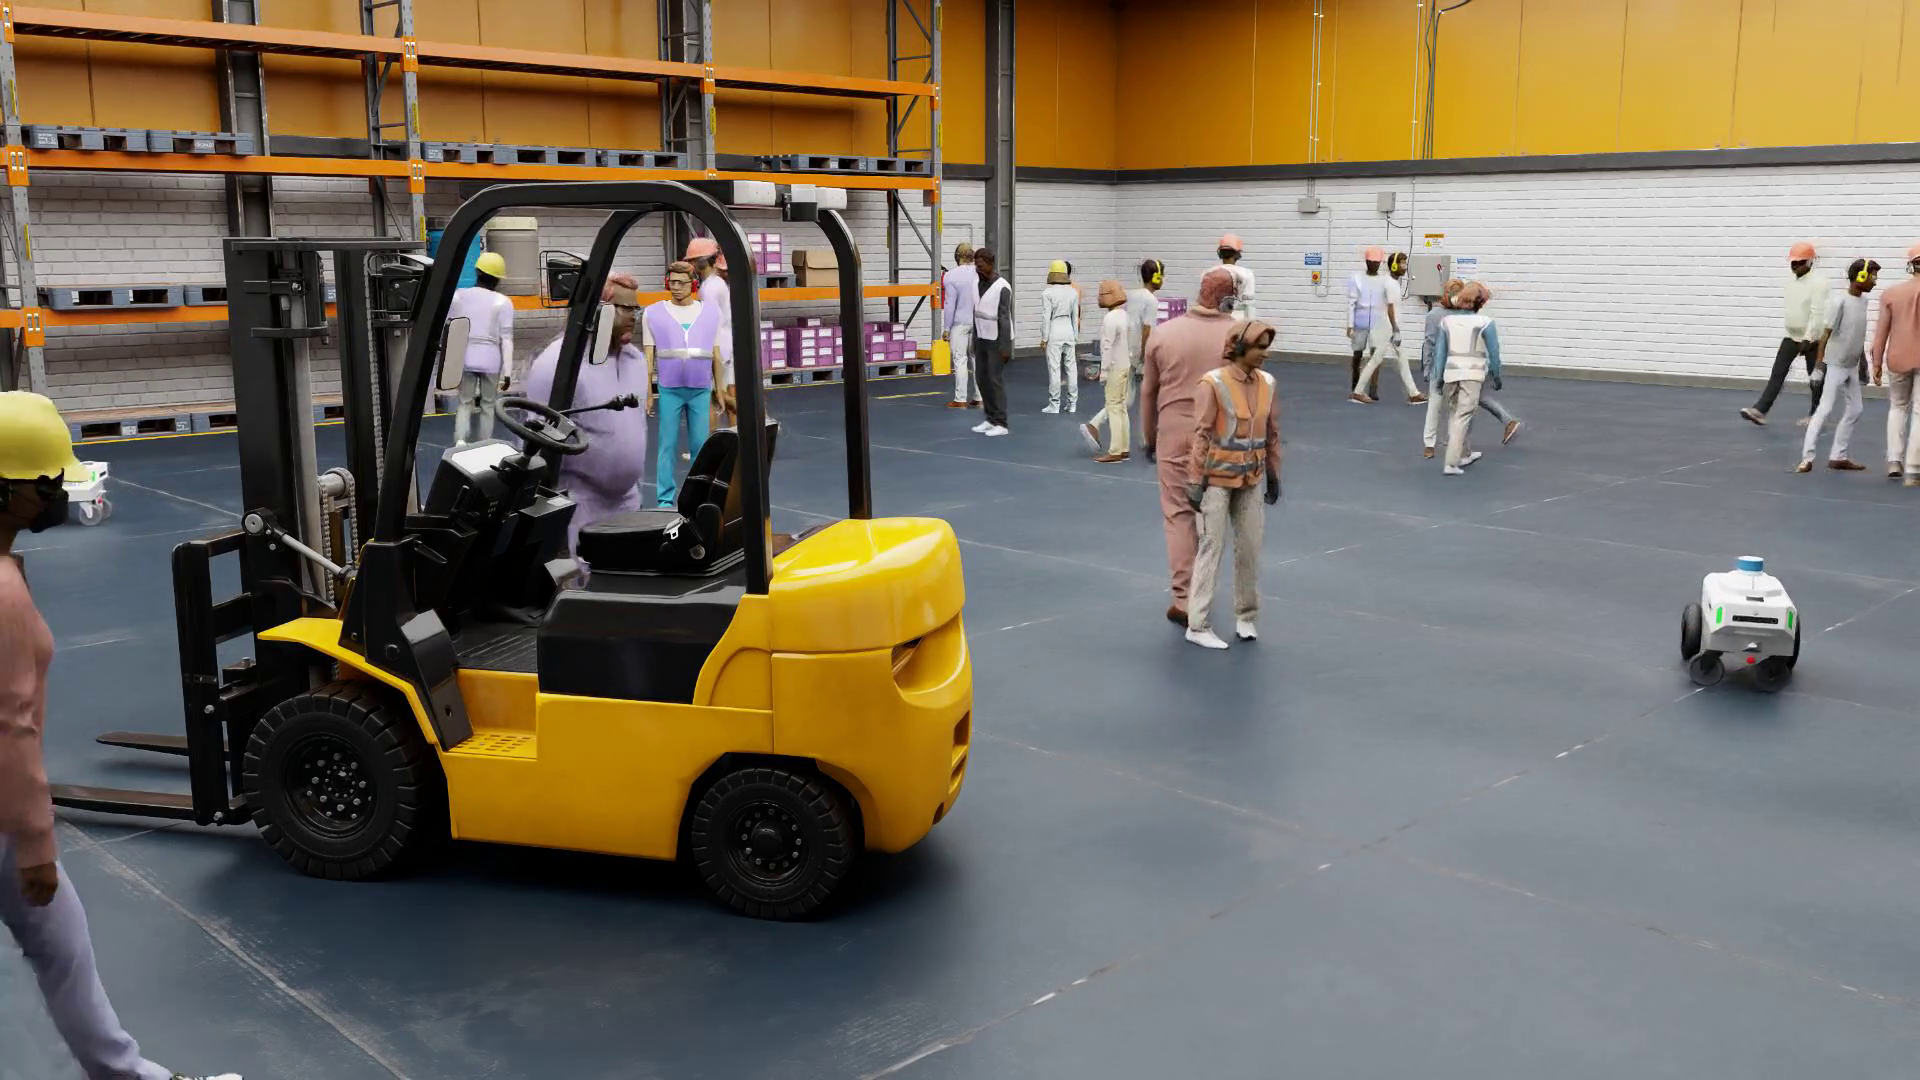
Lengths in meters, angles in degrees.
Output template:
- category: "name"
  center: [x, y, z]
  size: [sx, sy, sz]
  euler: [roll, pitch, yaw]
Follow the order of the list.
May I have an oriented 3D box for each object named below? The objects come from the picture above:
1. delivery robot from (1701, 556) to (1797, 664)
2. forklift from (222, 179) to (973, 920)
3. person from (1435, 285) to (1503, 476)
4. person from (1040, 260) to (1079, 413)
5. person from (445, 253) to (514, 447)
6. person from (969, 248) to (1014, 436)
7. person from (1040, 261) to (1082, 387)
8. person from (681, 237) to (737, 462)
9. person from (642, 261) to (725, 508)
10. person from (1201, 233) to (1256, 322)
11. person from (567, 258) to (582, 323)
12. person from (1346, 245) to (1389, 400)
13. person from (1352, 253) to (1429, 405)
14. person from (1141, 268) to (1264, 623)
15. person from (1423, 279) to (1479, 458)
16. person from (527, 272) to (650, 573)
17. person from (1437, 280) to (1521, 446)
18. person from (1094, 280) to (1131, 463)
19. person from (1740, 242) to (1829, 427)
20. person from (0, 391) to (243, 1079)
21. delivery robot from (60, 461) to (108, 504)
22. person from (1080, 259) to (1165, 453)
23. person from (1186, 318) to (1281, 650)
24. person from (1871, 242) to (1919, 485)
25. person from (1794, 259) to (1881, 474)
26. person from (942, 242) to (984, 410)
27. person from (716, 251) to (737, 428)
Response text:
- category: "delivery robot"
  center: [3.599, 0.319, 7.603]
  size: [0.477, 0.478, 0.707]
  euler: [4, 11, 20]
- category: "forklift"
  center: [-1.114, -0.058, 5.440]
  size: [2.313, 2.155, 1.214]
  euler: [2, 11, 13]
- category: "person"
  center: [4.362, -1.361, 14.188]
  size: [0.835, 1.598, 0.508]
  euler: [-9, 14, -40]
- category: "person"
  center: [1.125, -2.321, 19.011]
  size: [0.488, 1.743, 0.319]
  euler: [-6, 12, -28]
- category: "person"
  center: [-4.085, -1.497, 14.168]
  size: [0.635, 1.874, 0.596]
  euler: [0, 10, -2]
- category: "person"
  center: [0.332, -1.993, 16.870]
  size: [0.445, 1.872, 0.620]
  euler: [-7, 12, -32]
- category: "person"
  center: [1.331, -2.898, 22.336]
  size: [0.540, 1.672, 0.665]
  euler: [-8, 13, -36]
- category: "person"
  center: [-2.092, -1.690, 14.860]
  size: [0.752, 2.013, 0.647]
  euler: [0, 10, 2]
- category: "person"
  center: [-1.959, -1.048, 11.797]
  size: [0.570, 1.840, 0.373]
  euler: [-4, 11, -20]
- category: "person"
  center: [2.883, -2.261, 17.876]
  size: [0.614, 2.038, 0.396]
  euler: [5, 12, 26]
- category: "person"
  center: [-3.150, -1.467, 14.082]
  size: [0.332, 1.842, 0.508]
  euler: [-10, 14, -43]
- category: "person"
  center: [5.090, -2.715, 20.741]
  size: [0.546, 1.906, 0.900]
  euler: [2, 11, 8]
- category: "person"
  center: [5.183, -2.512, 19.880]
  size: [1.001, 1.803, 0.547]
  euler: [5, 11, 25]
- category: "person"
  center: [1.282, -0.513, 8.870]
  size: [0.626, 1.845, 0.893]
  euler: [1, 10, 6]
- category: "person"
  center: [4.460, -1.553, 15.123]
  size: [0.504, 1.632, 0.270]
  euler: [0, 10, 1]
- category: "person"
  center: [-1.630, -0.187, 7.031]
  size: [0.657, 1.881, 0.670]
  euler: [6, 12, 28]
- category: "person"
  center: [4.970, -1.667, 15.832]
  size: [0.697, 1.602, 0.529]
  euler: [5, 11, 23]
- category: "person"
  center: [1.368, -1.505, 14.890]
  size: [0.302, 1.622, 0.501]
  euler: [4, 11, 20]
- category: "person"
  center: [8.738, -2.131, 17.432]
  size: [1.048, 1.933, 0.618]
  euler: [-4, 11, -19]
- category: "person"
  center: [-2.051, 0.558, 3.412]
  size: [0.926, 1.715, 0.564]
  euler: [-7, 12, -33]
- category: "delivery robot"
  center: [-6.373, -0.421, 11.636]
  size: [0.707, 0.478, 0.477]
  euler: [-2, 11, -13]
- category: "person"
  center: [1.543, -1.679, 15.354]
  size: [0.841, 1.821, 0.534]
  euler: [-5, 11, -24]
- category: "person"
  center: [1.341, -0.277, 8.194]
  size: [0.585, 1.628, 0.343]
  euler: [-7, 12, -34]
- category: "person"
  center: [7.839, -1.444, 13.590]
  size: [0.656, 1.966, 0.592]
  euler: [9, 14, 41]
- category: "person"
  center: [7.462, -1.467, 14.170]
  size: [0.742, 1.835, 0.367]
  euler: [-7, 12, -33]
- category: "person"
  center: [0.063, -2.480, 19.348]
  size: [0.634, 1.937, 0.355]
  euler: [-7, 13, -35]
- category: "person"
  center: [-2.133, -1.756, 15.473]
  size: [0.568, 1.913, 0.851]
  euler: [4, 11, 19]
